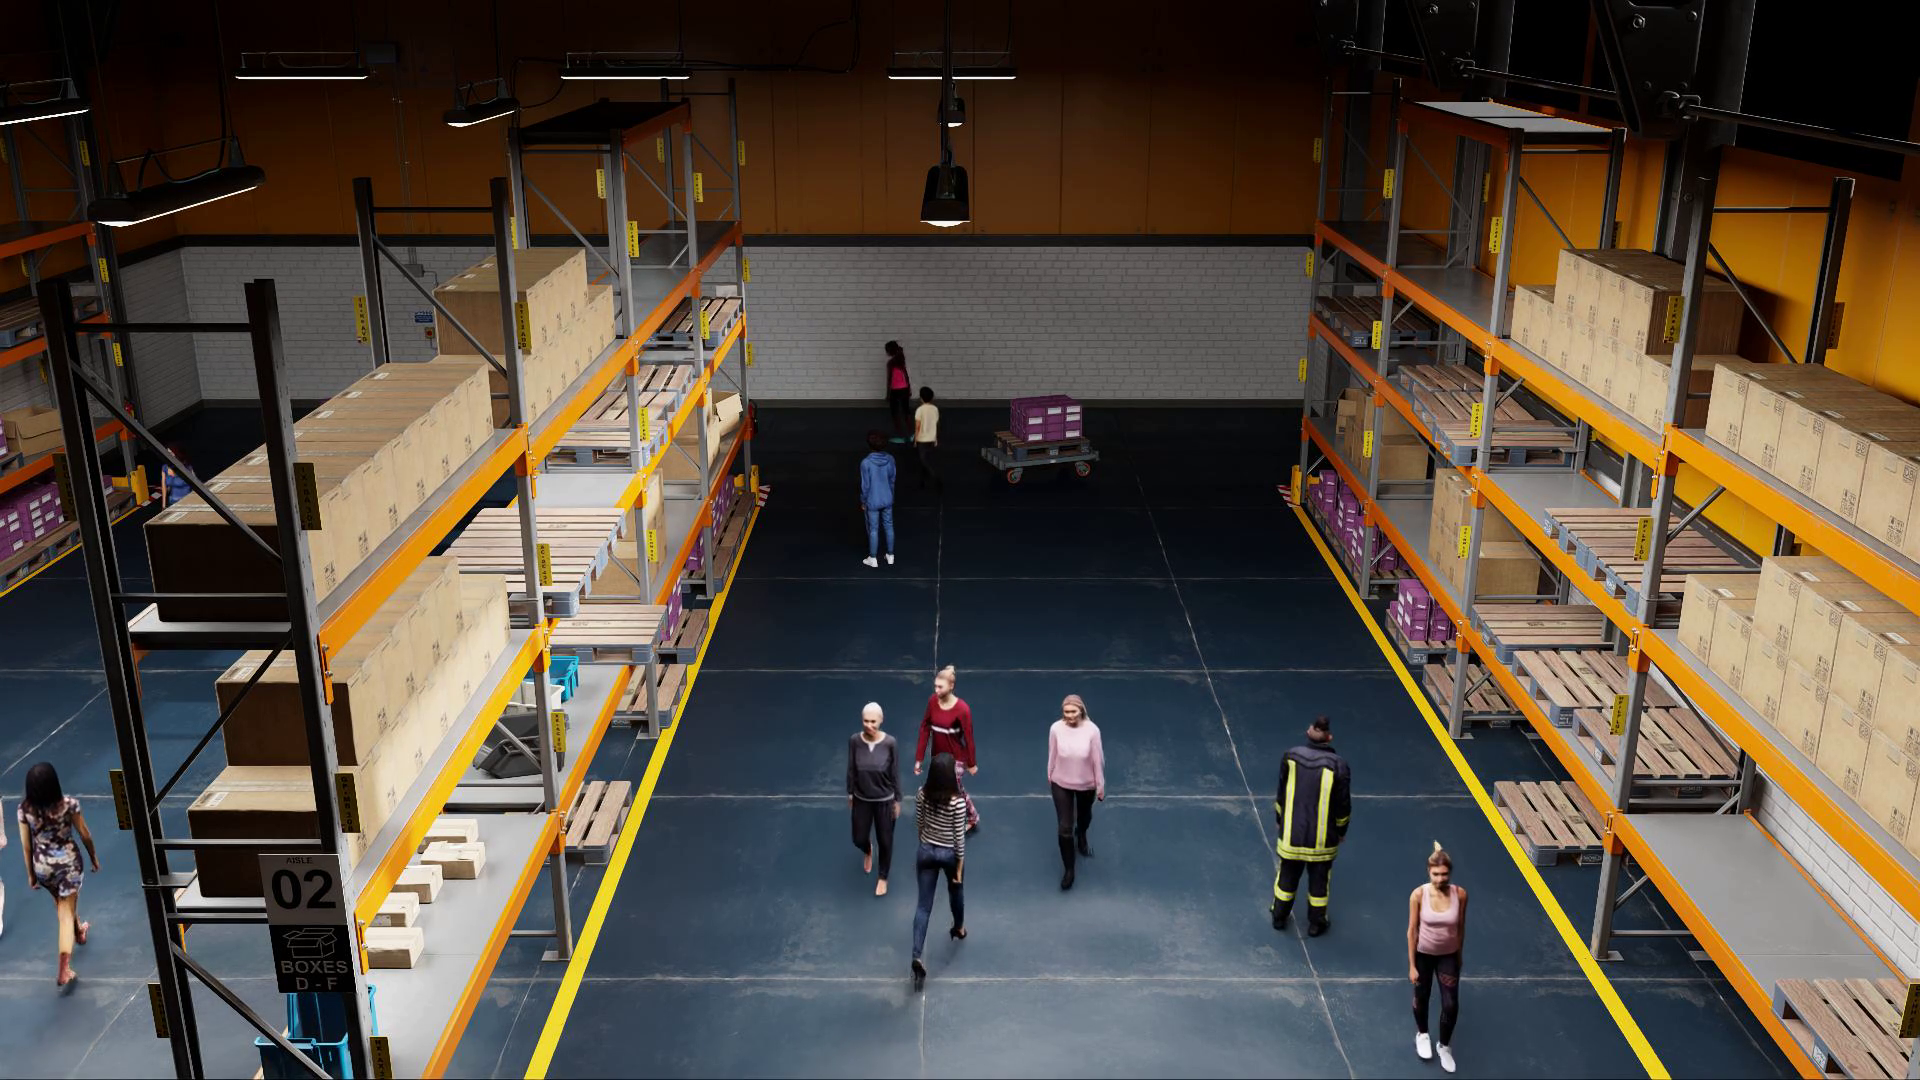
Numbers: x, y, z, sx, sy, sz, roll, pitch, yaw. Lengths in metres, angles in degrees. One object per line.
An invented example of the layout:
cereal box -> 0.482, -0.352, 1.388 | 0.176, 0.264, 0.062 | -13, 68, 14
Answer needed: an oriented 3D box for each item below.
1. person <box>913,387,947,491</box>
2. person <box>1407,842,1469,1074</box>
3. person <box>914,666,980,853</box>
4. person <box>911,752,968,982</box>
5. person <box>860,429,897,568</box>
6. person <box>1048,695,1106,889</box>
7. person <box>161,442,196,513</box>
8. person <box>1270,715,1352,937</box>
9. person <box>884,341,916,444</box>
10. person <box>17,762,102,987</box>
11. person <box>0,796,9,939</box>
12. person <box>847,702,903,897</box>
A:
person -> -0.464, -1.458, 24.581 | 0.932, 1.573, 0.992 | -18, 25, -42
person -> 3.307, 2.859, 11.664 | 0.604, 1.636, 0.683 | 1, 19, 4
person -> -0.047, 1.893, 14.512 | 1.062, 1.649, 1.165 | 15, 24, 38
person -> -0.206, 2.490, 12.585 | 0.902, 1.747, 1.202 | 8, 20, 22
person -> -1.055, -0.549, 21.508 | 0.759, 1.811, 0.747 | -10, 21, -26
person -> 0.983, 2.039, 14.079 | 0.749, 1.648, 1.160 | 2, 19, 5
person -> -9.767, -0.356, 21.043 | 0.892, 1.743, 1.247 | 6, 20, 18
person -> 2.760, 2.242, 13.163 | 0.859, 1.847, 0.849 | 8, 20, 22
person -> -0.946, -2.433, 27.277 | 0.804, 1.699, 0.882 | -14, 23, -36
person -> -6.804, 2.539, 12.538 | 0.825, 1.683, 1.202 | -5, 19, -15
person -> -7.692, 2.277, 13.105 | 0.634, 1.819, 0.718 | -2, 19, -6
person -> -0.699, 2.089, 13.832 | 0.646, 1.711, 0.717 | 1, 19, 4
